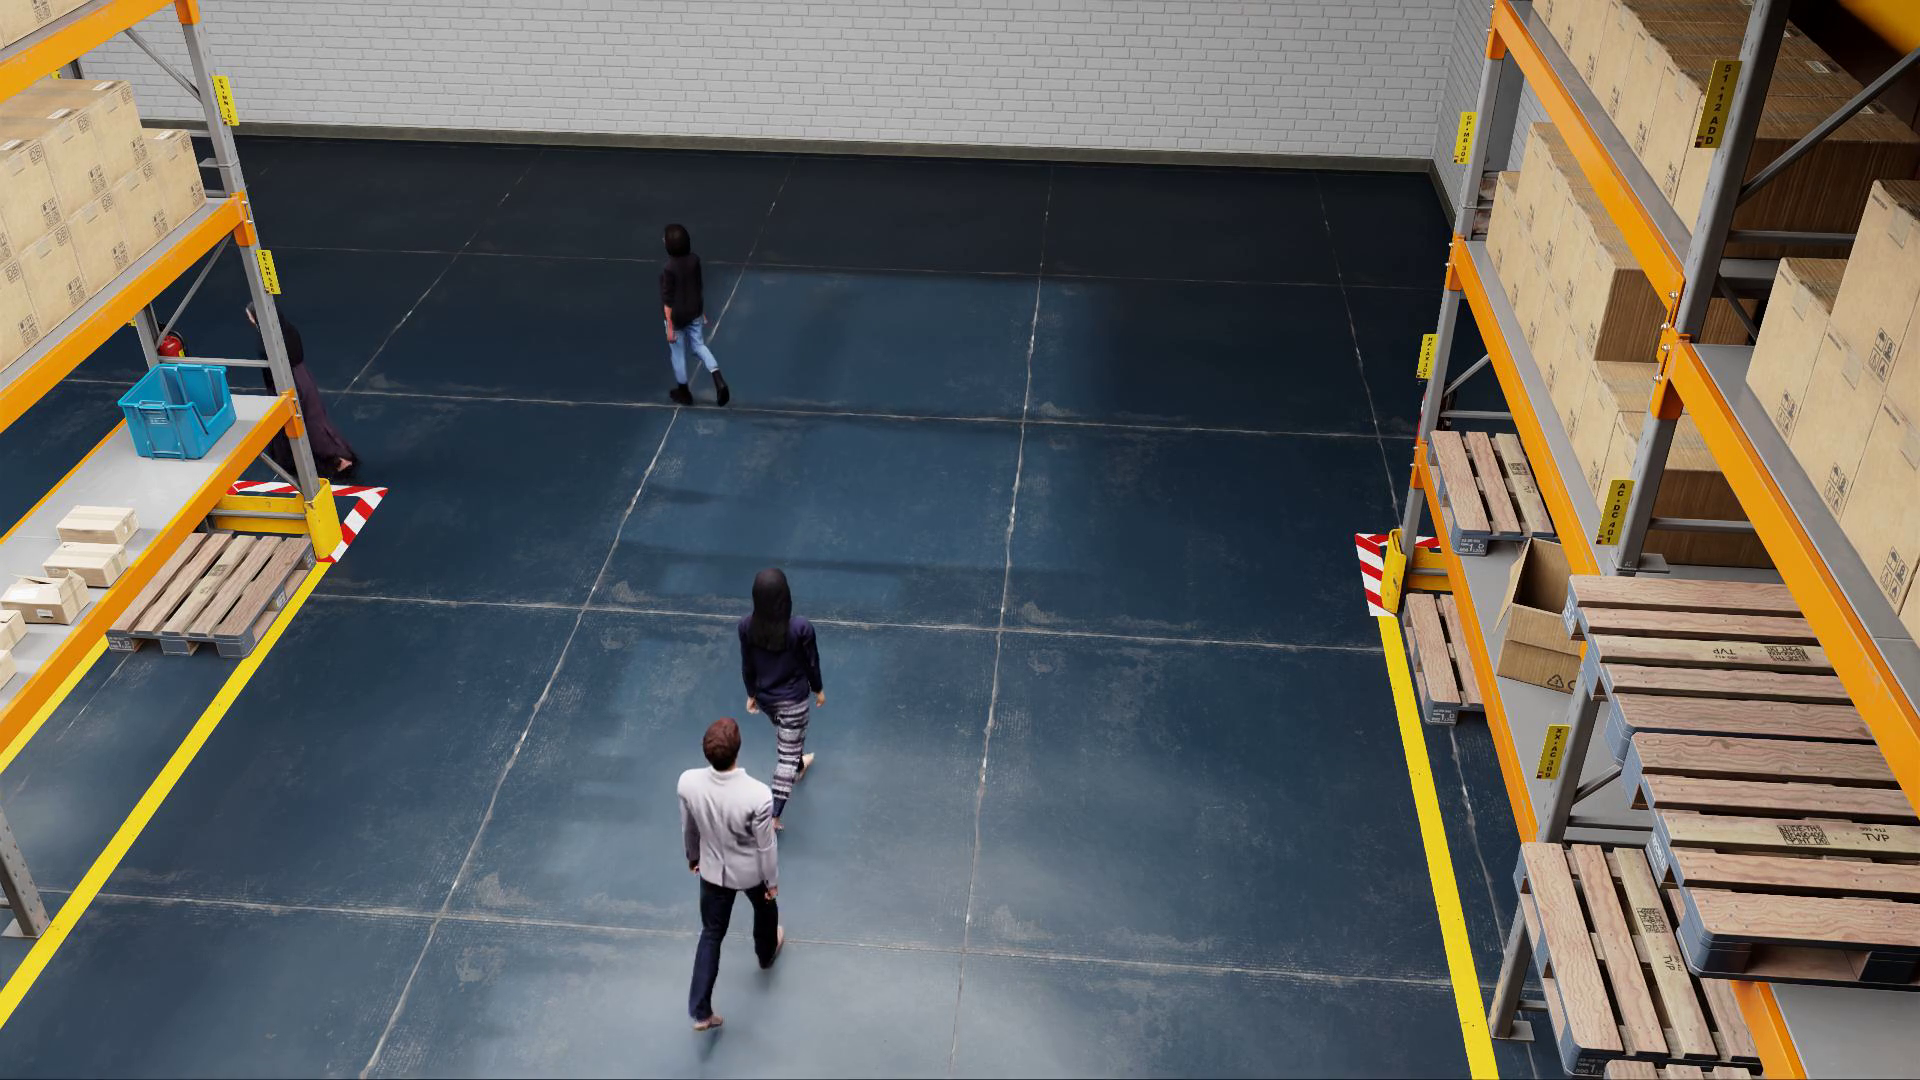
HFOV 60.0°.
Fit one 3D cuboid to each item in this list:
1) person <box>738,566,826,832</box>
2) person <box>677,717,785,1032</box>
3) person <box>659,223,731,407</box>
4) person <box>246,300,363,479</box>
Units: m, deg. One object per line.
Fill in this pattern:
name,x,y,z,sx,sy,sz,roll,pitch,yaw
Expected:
person,-1.054,0.948,9.741,0.726,1.702,1.107,8,34,12
person,-1.188,1.720,8.472,0.803,1.821,1.205,8,34,11
person,-2.249,-1.826,13.939,0.965,1.675,0.951,27,42,34
person,-5.160,-1.169,13.023,0.740,1.594,1.039,7,34,11
